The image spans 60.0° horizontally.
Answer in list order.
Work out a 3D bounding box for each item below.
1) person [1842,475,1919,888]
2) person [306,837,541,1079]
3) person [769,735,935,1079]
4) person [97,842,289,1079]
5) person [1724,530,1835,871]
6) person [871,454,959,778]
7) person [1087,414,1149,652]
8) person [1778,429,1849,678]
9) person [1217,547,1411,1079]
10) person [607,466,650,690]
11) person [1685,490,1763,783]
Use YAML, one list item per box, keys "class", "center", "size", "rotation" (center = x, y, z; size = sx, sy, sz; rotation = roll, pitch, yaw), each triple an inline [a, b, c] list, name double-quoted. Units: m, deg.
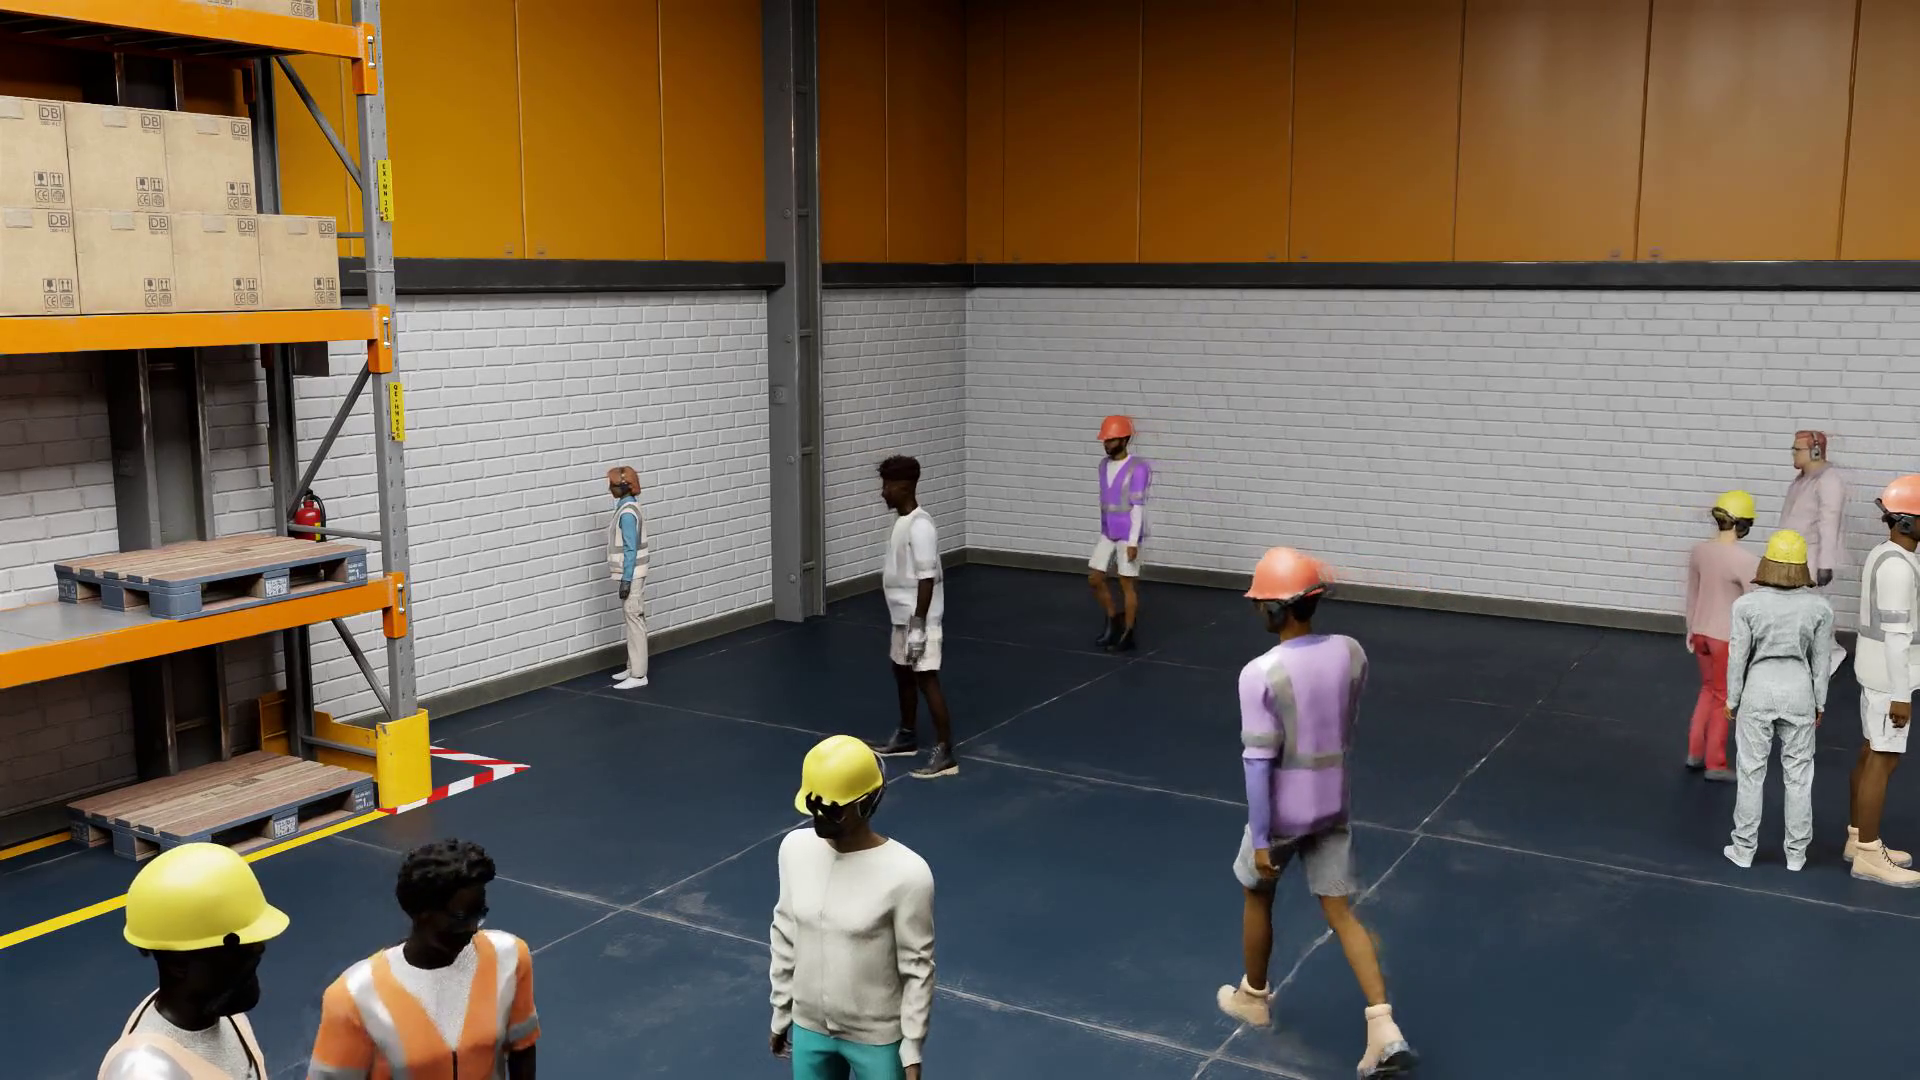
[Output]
- class: "person"
  center: [4.675, 0.689, 8.311]
  size: [0.370, 2.044, 0.608]
  rotation: [4, 10, 22]
- class: "person"
  center: [-1.313, 1.543, 4.150]
  size: [0.787, 1.672, 0.348]
  rotation: [-8, 12, -40]
- class: "person"
  center: [-0.324, 1.404, 4.744]
  size: [0.523, 1.760, 0.328]
  rotation: [5, 10, 27]
- class: "person"
  center: [-1.510, 1.540, 3.360]
  size: [0.386, 1.927, 0.589]
  rotation: [-2, 9, -14]
- class: "person"
  center: [4.150, 0.813, 8.469]
  size: [0.484, 1.744, 0.295]
  rotation: [3, 9, 15]
- class: "person"
  center: [-0.297, 0.446, 10.146]
  size: [0.409, 1.959, 0.645]
  rotation: [-3, 9, -16]
- class: "person"
  center: [1.261, -0.043, 13.286]
  size: [0.419, 1.922, 0.544]
  rotation: [-7, 12, -39]
- class: "person"
  center: [6.228, 0.131, 12.231]
  size: [0.458, 1.895, 0.652]
  rotation: [1, 9, 7]
- class: "person"
  center: [1.346, 1.031, 6.335]
  size: [0.616, 2.006, 0.993]
  rotation: [-4, 10, -25]
- class: "person"
  center: [-2.426, 0.271, 12.188]
  size: [0.309, 1.638, 0.511]
  rotation: [-2, 9, -11]
- class: "person"
  center: [4.551, 0.578, 9.887]
  size: [0.358, 1.764, 0.542]
  rotation: [-2, 9, -12]
